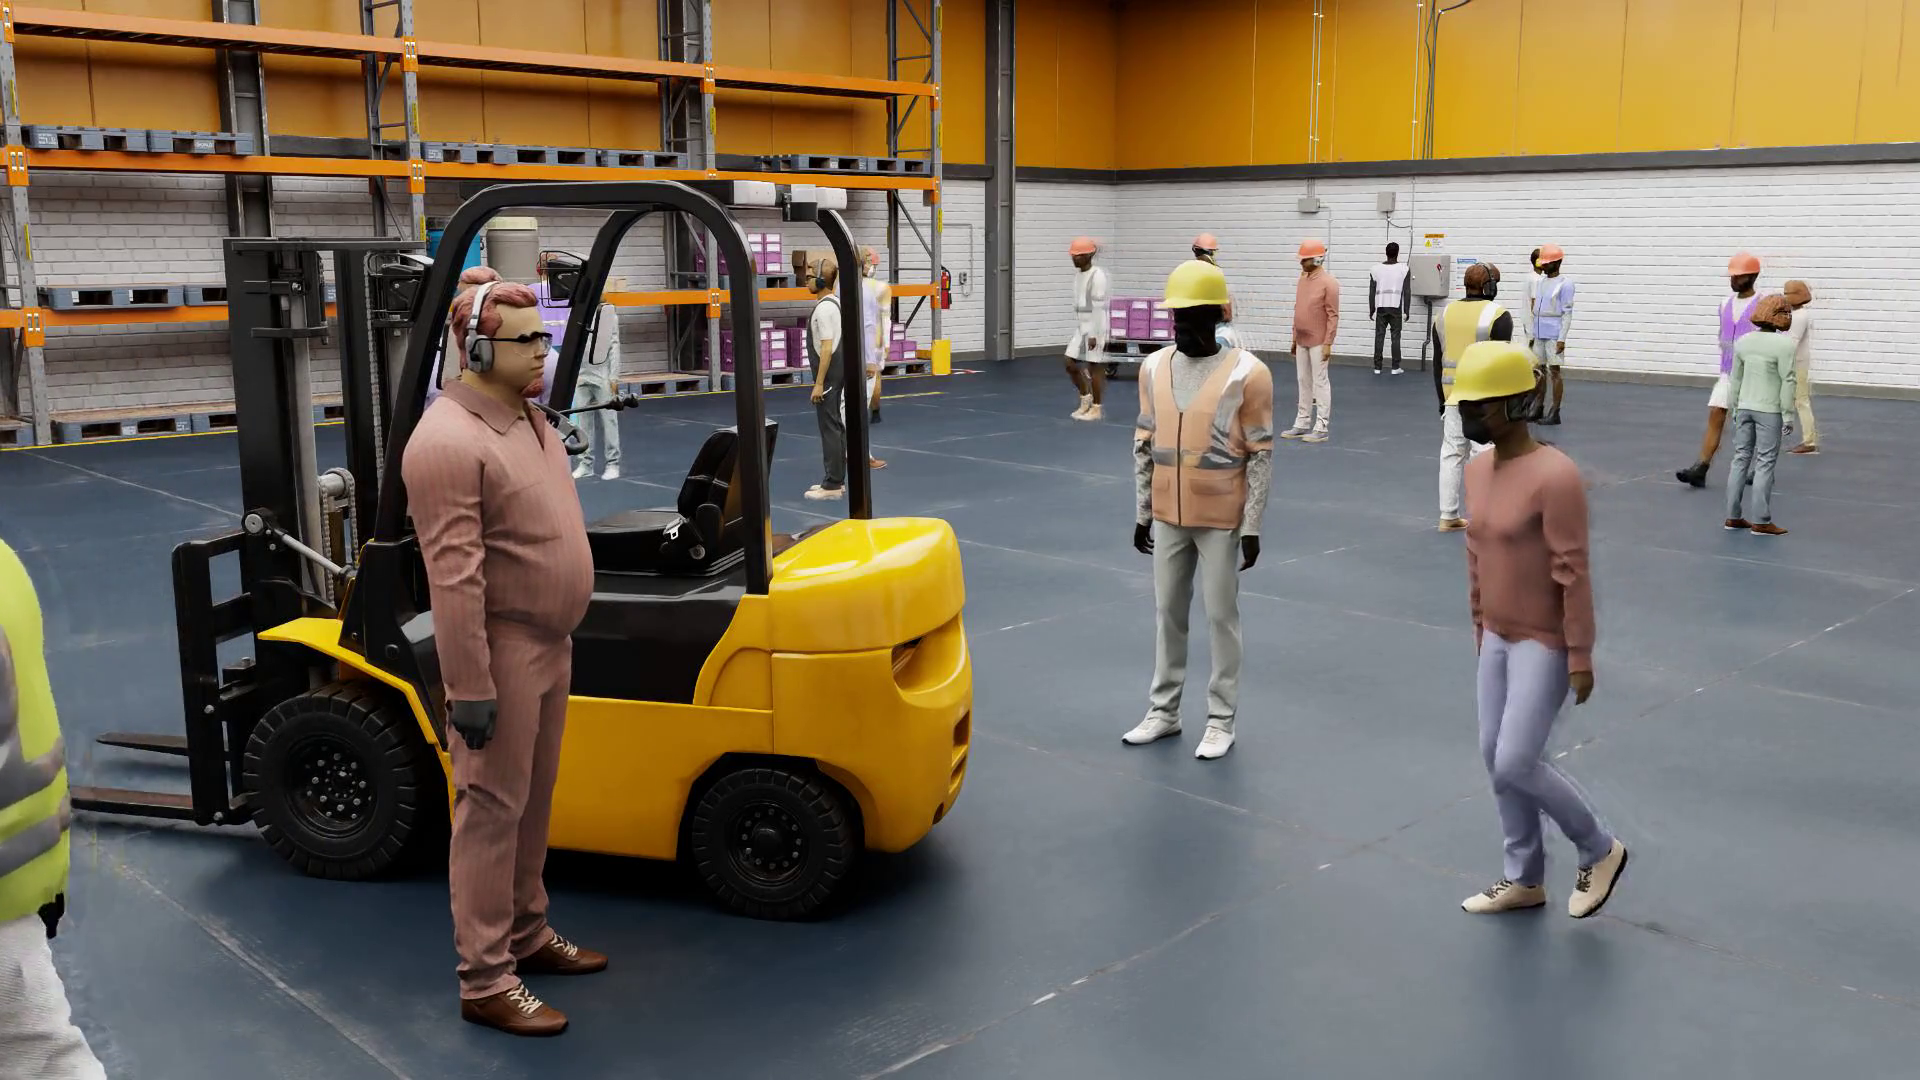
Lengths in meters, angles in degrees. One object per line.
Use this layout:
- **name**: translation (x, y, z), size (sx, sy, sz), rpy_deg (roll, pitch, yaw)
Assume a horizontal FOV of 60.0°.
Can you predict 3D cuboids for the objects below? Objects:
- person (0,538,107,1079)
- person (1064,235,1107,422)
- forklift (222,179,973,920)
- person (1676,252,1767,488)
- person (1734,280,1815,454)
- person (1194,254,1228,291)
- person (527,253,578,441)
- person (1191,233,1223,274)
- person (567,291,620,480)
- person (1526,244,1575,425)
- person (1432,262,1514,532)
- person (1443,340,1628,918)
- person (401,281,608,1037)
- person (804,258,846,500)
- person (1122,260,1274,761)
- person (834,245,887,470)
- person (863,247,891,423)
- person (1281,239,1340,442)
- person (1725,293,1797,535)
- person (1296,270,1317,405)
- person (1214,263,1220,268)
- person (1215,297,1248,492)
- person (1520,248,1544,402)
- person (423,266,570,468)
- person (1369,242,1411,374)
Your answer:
- **person**: translation (-1.750, 0.618, 2.877), size (0.974, 1.797, 0.637), rpy_deg (-4, 11, -20)
- **person**: translation (1.370, -2.270, 17.987), size (0.476, 2.020, 0.604), rpy_deg (-6, 12, -28)
- **forklift**: translation (-1.114, -0.058, 5.440), size (2.313, 2.155, 1.214), rpy_deg (2, 11, 13)
- **person**: translation (6.239, -1.347, 13.334), size (0.990, 1.886, 0.557), rpy_deg (-6, 12, -28)
- **person**: translation (7.636, -1.604, 15.473), size (0.769, 1.602, 0.537), rpy_deg (4, 11, 19)
- **person**: translation (2.572, -2.042, 17.245), size (0.517, 1.842, 0.690), rpy_deg (7, 13, 34)
- **person**: translation (-3.997, -1.883, 16.342), size (0.567, 1.846, 0.389), rpy_deg (-4, 11, -19)
- **person**: translation (2.779, -2.482, 19.069), size (0.605, 2.045, 0.388), rpy_deg (10, 14, 43)
- **person**: translation (-3.055, -1.362, 13.793), size (0.492, 1.739, 0.324), rpy_deg (4, 11, 20)
- **person**: translation (6.297, -2.198, 17.827), size (0.365, 1.932, 0.543), rpy_deg (-4, 11, -22)
- **person**: translation (3.484, -0.943, 11.232), size (0.429, 1.845, 0.621), rpy_deg (-7, 12, -34)
- **person**: translation (1.634, 0.287, 4.825), size (0.528, 1.731, 0.537), rpy_deg (-3, 11, -14)
- **person**: translation (-1.144, 0.296, 4.295), size (0.408, 1.906, 0.653), rpy_deg (1, 10, 5)
- **person**: translation (-1.032, -1.225, 12.754), size (0.345, 1.847, 0.504), rpy_deg (1, 10, 7)
- **person**: translation (0.918, -0.111, 6.457), size (0.589, 1.927, 0.387), rpy_deg (8, 13, 38)
- **person**: translation (-0.885, -1.575, 14.411), size (0.373, 1.940, 0.630), rpy_deg (-5, 12, -26)
- **person**: translation (-0.999, -2.140, 17.608), size (0.553, 1.903, 0.941), rpy_deg (1, 10, 7)
- **person**: translation (3.458, -1.960, 16.379), size (0.391, 1.987, 0.608), rpy_deg (-5, 11, -25)
- **person**: translation (5.456, -0.854, 11.312), size (0.267, 1.632, 0.507), rpy_deg (-4, 11, -20)
- **person**: translation (4.190, -2.435, 19.935), size (0.266, 1.631, 0.507), rpy_deg (3, 11, 17)
- **person**: translation (3.017, -2.515, 20.218), size (0.530, 1.689, 0.322), rpy_deg (-8, 13, -37)
- **person**: translation (1.780, -0.980, 12.065), size (0.794, 1.604, 0.541), rpy_deg (1, 10, 7)
- **person**: translation (7.013, -2.622, 20.326), size (0.310, 1.864, 0.533), rpy_deg (2, 11, 12)
- **person**: translation (-1.925, -0.162, 6.820), size (0.646, 1.899, 0.401), rpy_deg (-1, 10, -6)
- **person**: translation (6.292, -3.391, 24.366), size (0.597, 1.918, 0.379), rpy_deg (5, 11, 24)
